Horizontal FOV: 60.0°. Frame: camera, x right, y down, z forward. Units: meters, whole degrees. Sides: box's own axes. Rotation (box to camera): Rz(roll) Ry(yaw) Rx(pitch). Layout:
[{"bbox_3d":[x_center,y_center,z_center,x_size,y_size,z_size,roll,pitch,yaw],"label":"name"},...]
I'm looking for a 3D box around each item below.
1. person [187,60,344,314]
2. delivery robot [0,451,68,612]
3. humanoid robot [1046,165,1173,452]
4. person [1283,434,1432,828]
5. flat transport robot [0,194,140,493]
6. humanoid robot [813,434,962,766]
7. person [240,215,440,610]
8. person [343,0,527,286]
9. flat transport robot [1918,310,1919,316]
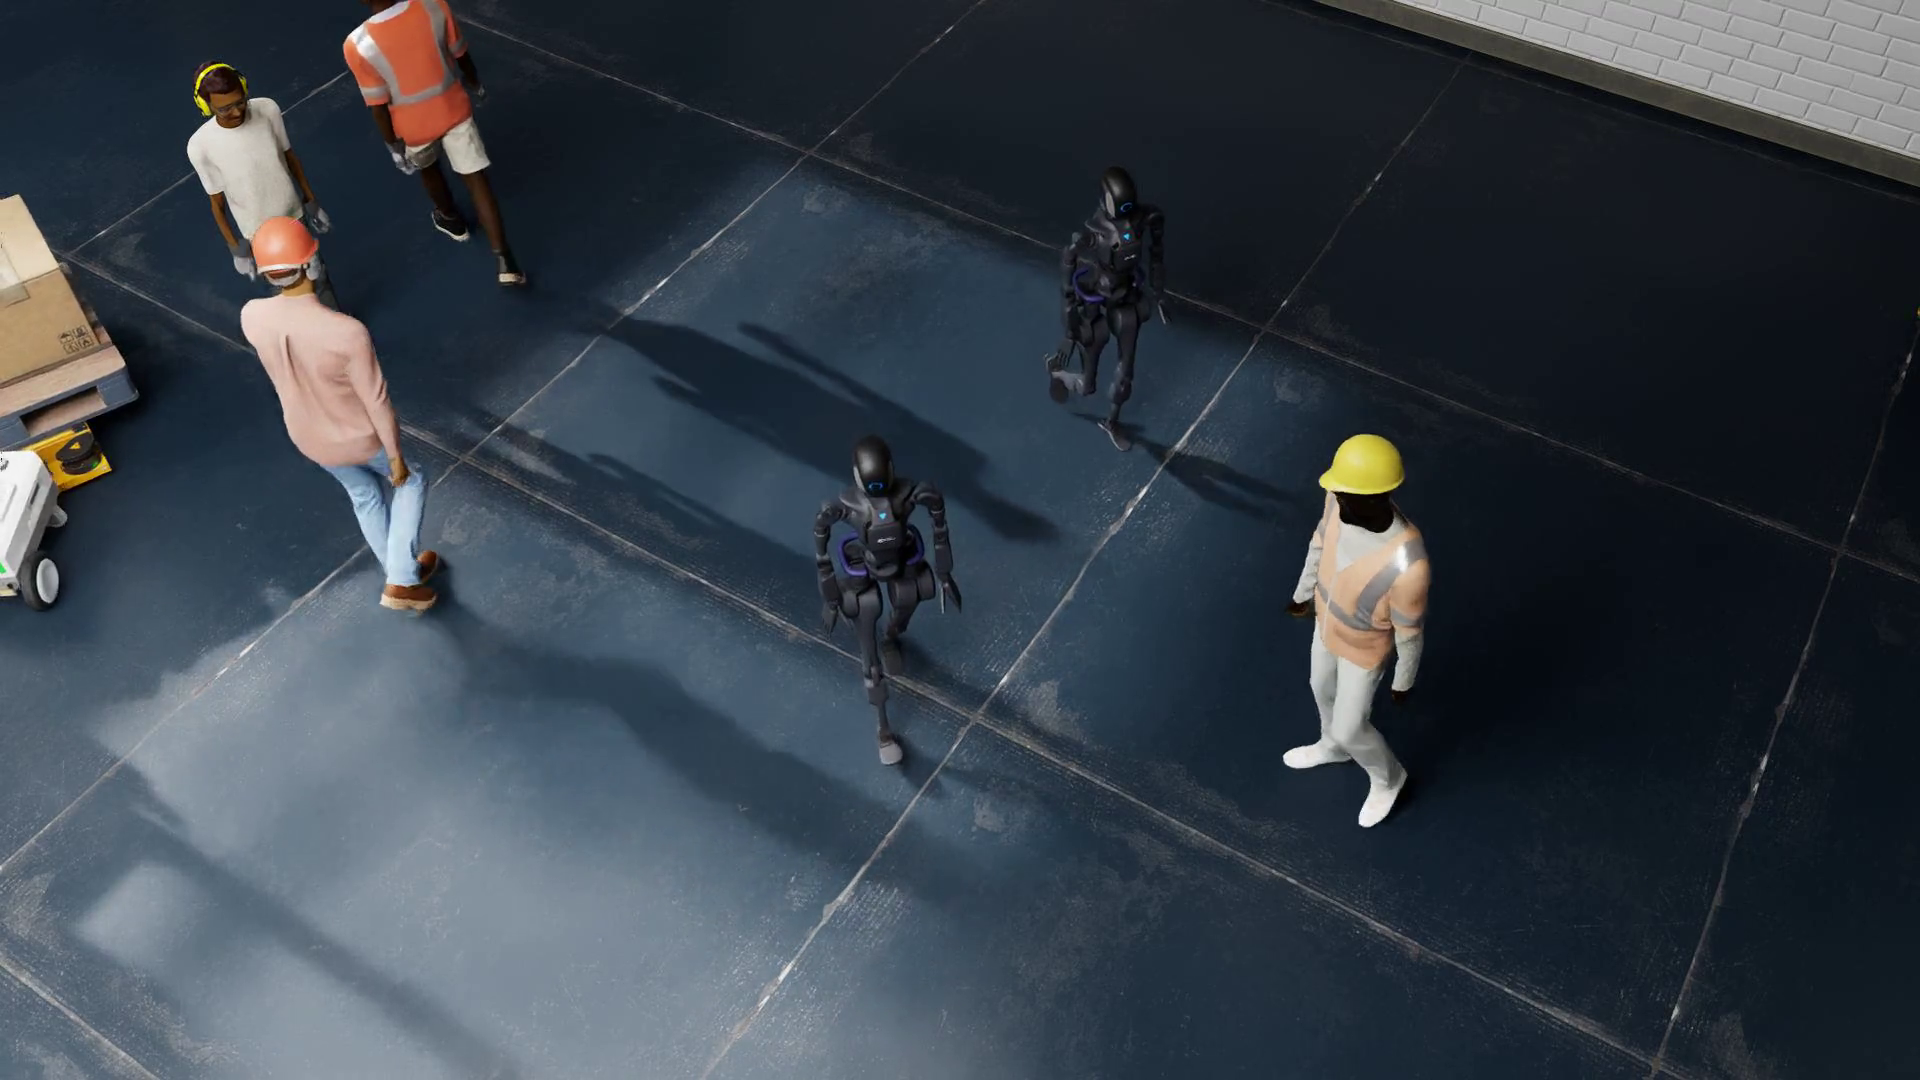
[{"bbox_3d":[-3.322,-1.521,8.095,0.345,1.856,0.520,30,55,24],"label":"person"},{"bbox_3d":[-4.435,-0.017,7.653,0.501,0.614,0.786,-3,49,-3],"label":"delivery robot"},{"bbox_3d":[0.693,-1.150,7.894,0.609,1.643,0.499,-22,52,-18],"label":"humanoid robot"},{"bbox_3d":[1.554,0.346,6.441,0.477,1.885,0.681,-17,51,-15],"label":"person"},{"bbox_3d":[-4.860,-0.682,8.411,0.659,0.231,1.431,-28,55,-22],"label":"flat transport robot"},{"bbox_3d":[-0.280,0.183,6.747,0.591,1.628,0.775,-12,50,-10],"label":"humanoid robot"},{"bbox_3d":[-2.638,-0.474,7.114,0.638,1.945,0.650,9,49,7],"label":"person"},{"bbox_3d":[-2.723,-2.179,8.627,0.679,1.914,0.955,-25,54,-21],"label":"person"},{"bbox_3d":[5.787,-0.907,8.609,0.659,0.231,1.431,-22,52,-18],"label":"flat transport robot"}]
